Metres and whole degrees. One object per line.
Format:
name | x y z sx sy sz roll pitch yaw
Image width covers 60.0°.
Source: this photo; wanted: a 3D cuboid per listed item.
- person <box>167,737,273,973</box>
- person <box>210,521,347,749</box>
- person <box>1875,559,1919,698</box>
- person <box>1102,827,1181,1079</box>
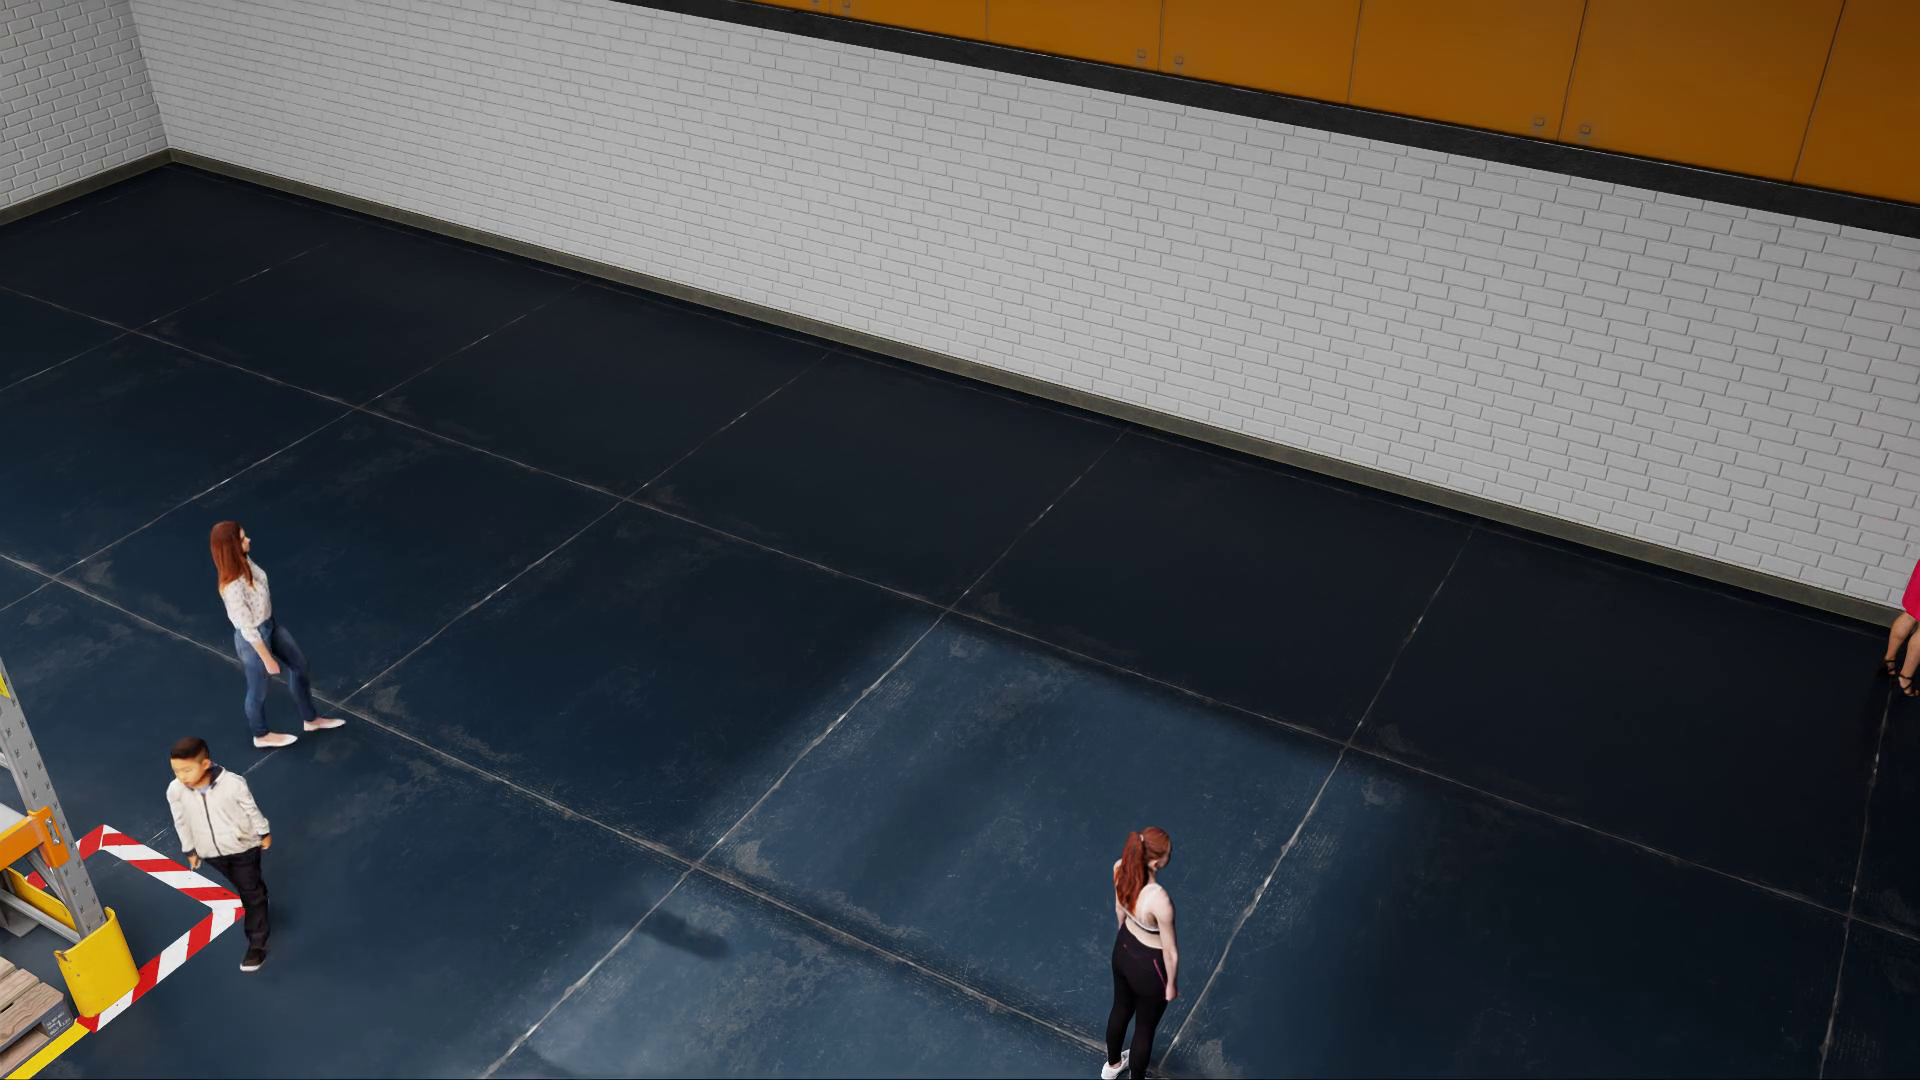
person | -3.997 1.605 9.114 0.902 1.421 1.014 -5 34 -7
person | -4.447 0.619 10.333 0.909 1.714 0.869 -4 34 -6
person | 6.400 0.247 10.880 0.727 1.728 0.642 -3 34 -4
person | 0.878 2.071 8.124 0.677 1.741 0.668 -18 38 -25
